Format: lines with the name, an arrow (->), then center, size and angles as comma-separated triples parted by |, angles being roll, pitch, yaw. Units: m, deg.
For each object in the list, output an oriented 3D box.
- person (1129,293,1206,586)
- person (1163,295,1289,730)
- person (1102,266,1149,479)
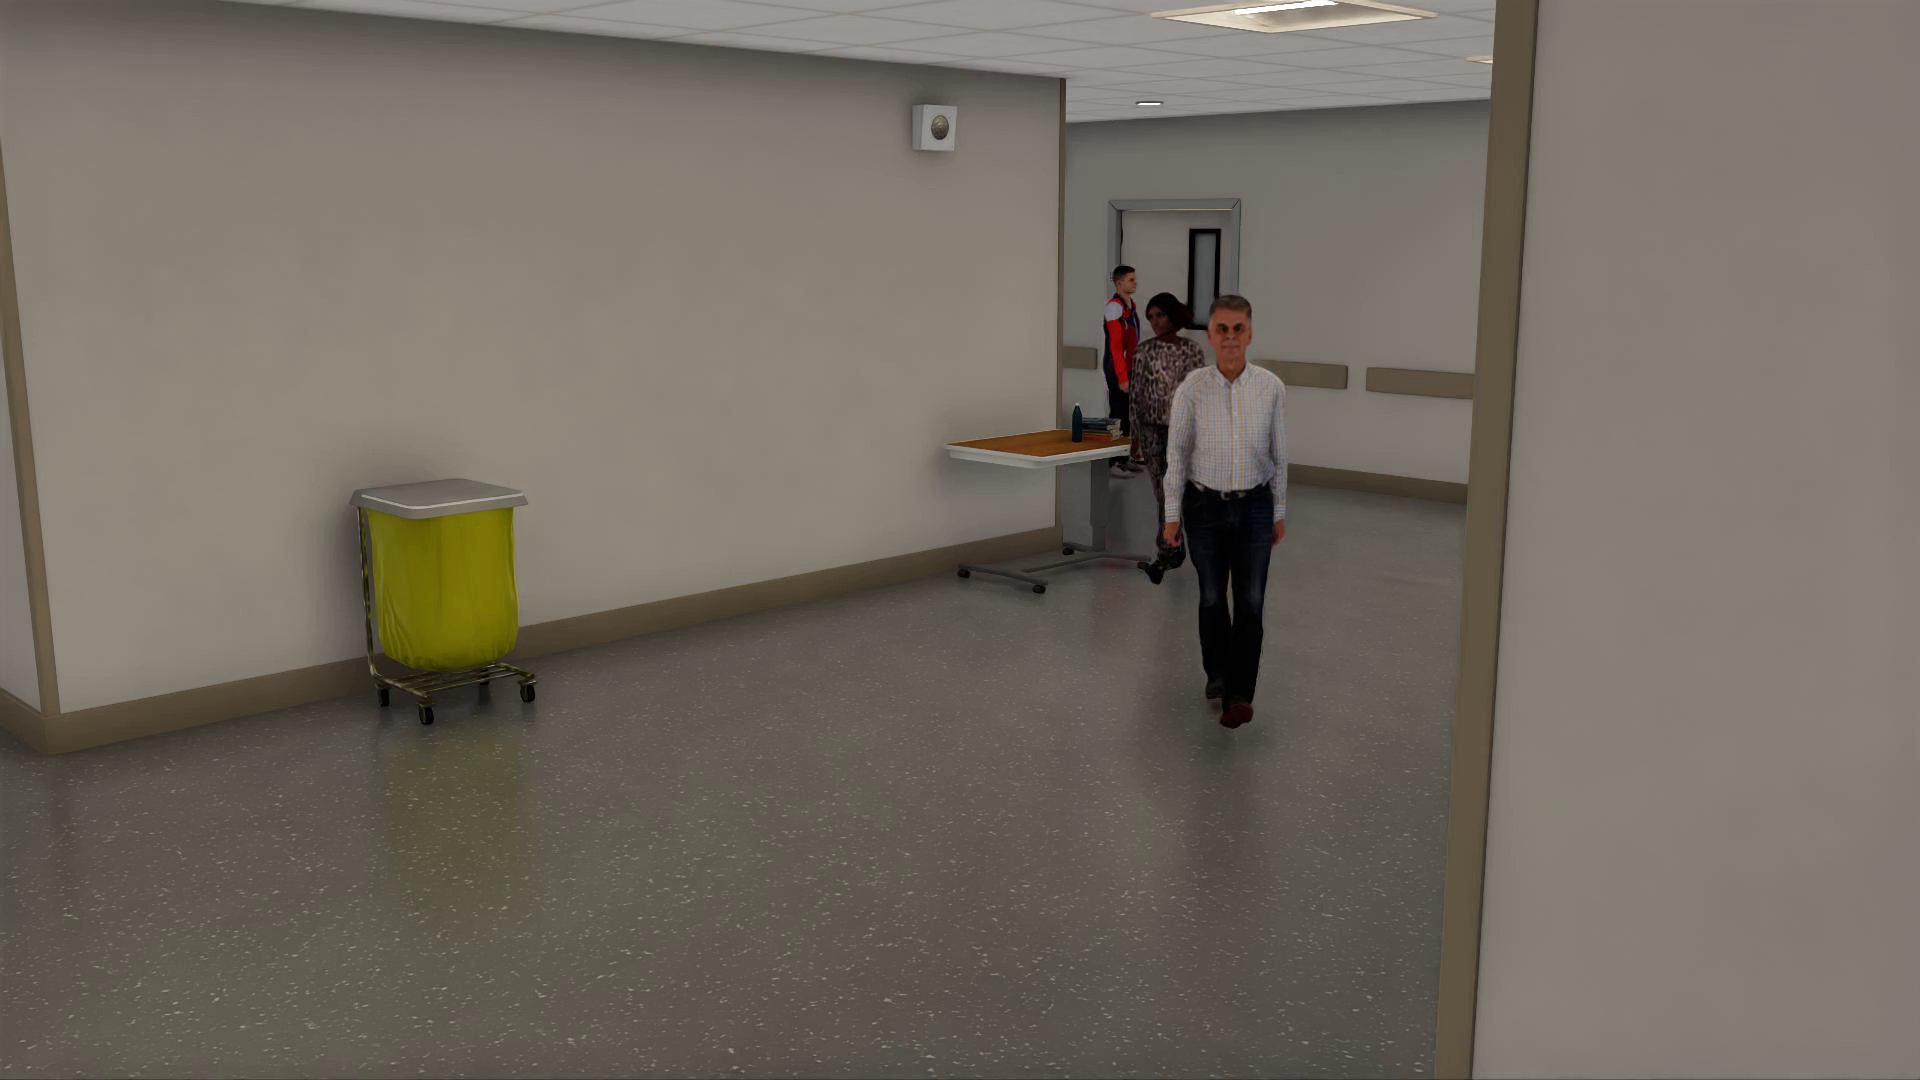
person -> 1.229, -0.572, 9.810 | 1.204, 1.652, 0.999 | 4, 11, 18
person -> 1.142, -0.123, 7.130 | 1.189, 1.768, 1.168 | 2, 11, 8
person -> 1.347, -1.421, 14.002 | 0.675, 1.756, 0.711 | 5, 12, 26
